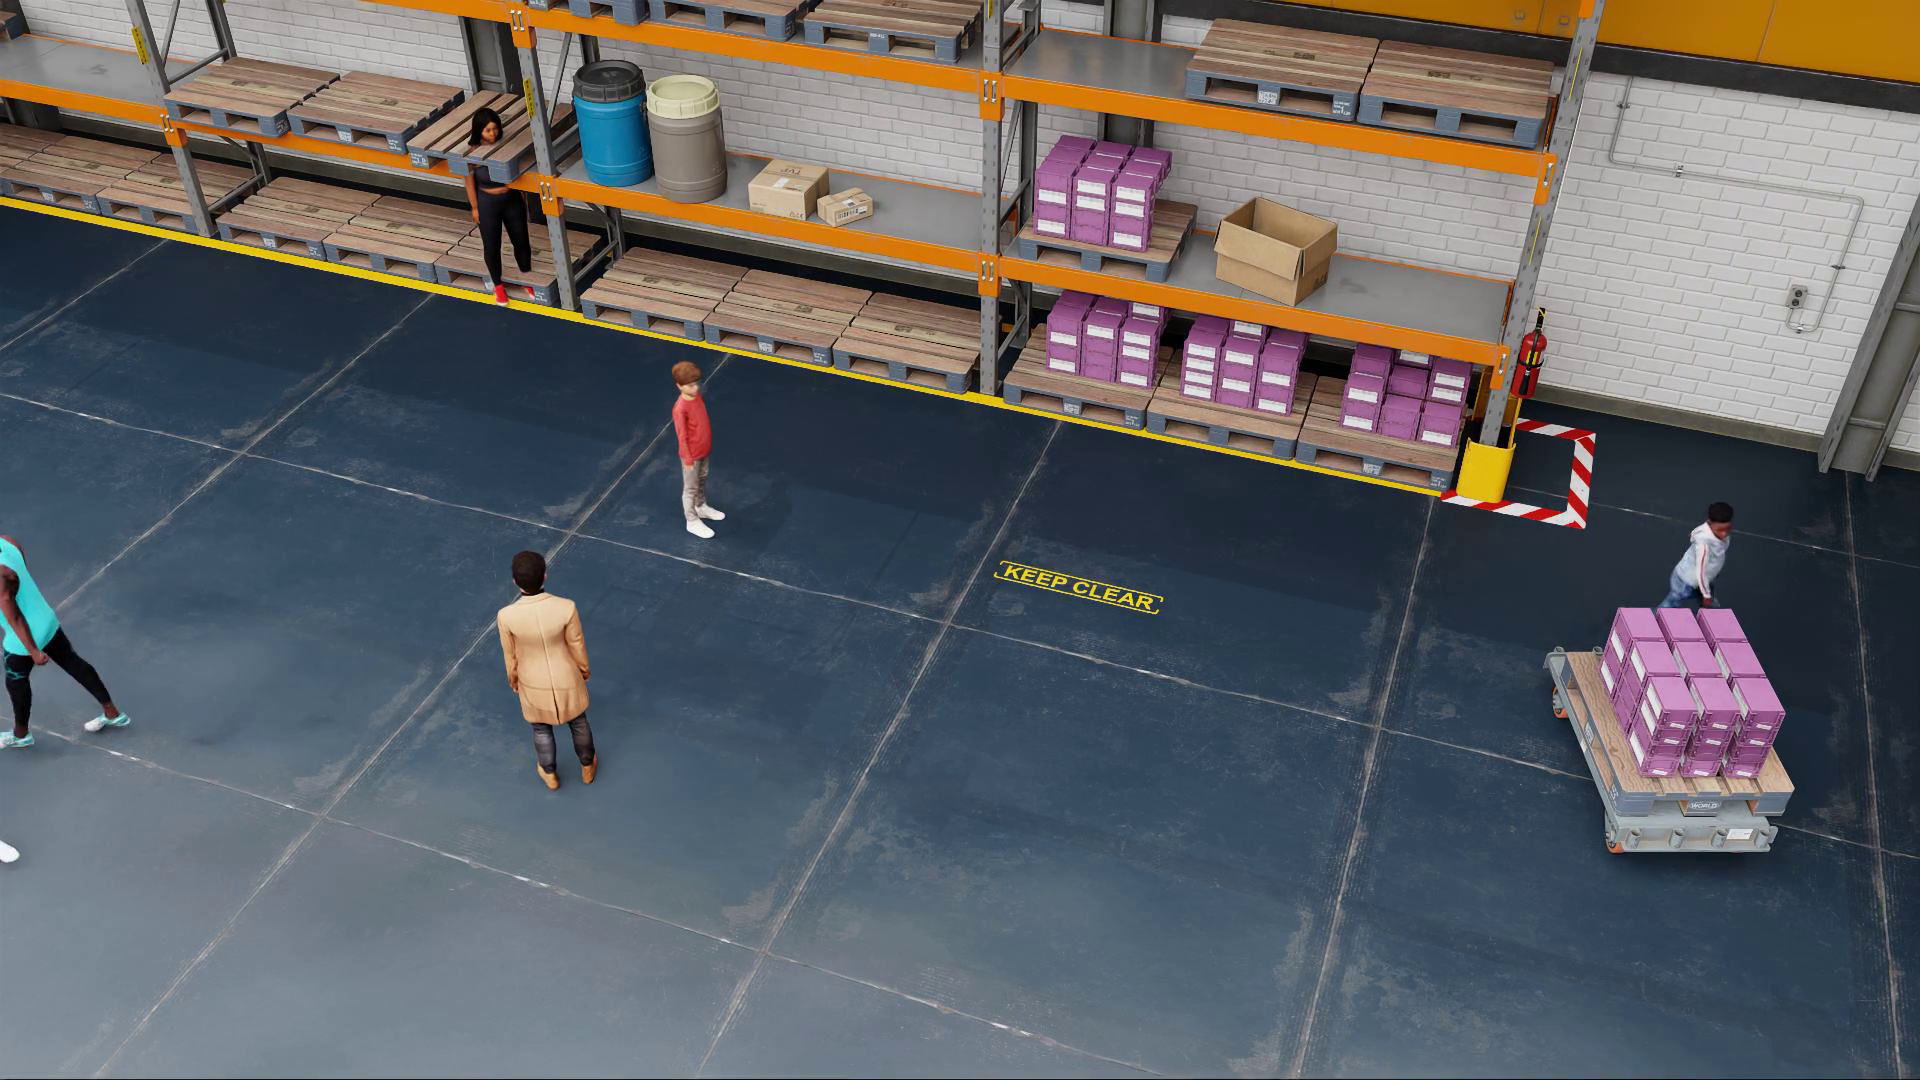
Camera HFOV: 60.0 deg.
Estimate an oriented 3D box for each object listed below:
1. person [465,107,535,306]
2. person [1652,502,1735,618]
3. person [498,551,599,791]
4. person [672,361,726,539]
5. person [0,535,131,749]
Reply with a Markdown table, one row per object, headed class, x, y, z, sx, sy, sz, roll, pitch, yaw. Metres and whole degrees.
| class | x | y | z | sx | sy | sz | roll | pitch | yaw |
| --- | --- | --- | --- | --- | --- | --- | --- | --- | --- |
| person | -4.058 | -2.960 | 14.635 | 0.771 | 1.815 | 0.822 | -18 | 42 | -22 |
| person | 4.867 | 0.221 | 11.127 | 0.906 | 1.220 | 0.742 | 31 | 48 | 33 |
| person | -2.471 | 0.806 | 9.994 | 0.738 | 1.721 | 0.818 | -10 | 40 | -12 |
| person | -1.943 | -0.681 | 12.099 | 0.466 | 1.418 | 0.513 | 12 | 40 | 14 |
| person | -5.619 | 0.559 | 10.253 | 1.140 | 1.783 | 0.918 | -3 | 39 | -4 |
